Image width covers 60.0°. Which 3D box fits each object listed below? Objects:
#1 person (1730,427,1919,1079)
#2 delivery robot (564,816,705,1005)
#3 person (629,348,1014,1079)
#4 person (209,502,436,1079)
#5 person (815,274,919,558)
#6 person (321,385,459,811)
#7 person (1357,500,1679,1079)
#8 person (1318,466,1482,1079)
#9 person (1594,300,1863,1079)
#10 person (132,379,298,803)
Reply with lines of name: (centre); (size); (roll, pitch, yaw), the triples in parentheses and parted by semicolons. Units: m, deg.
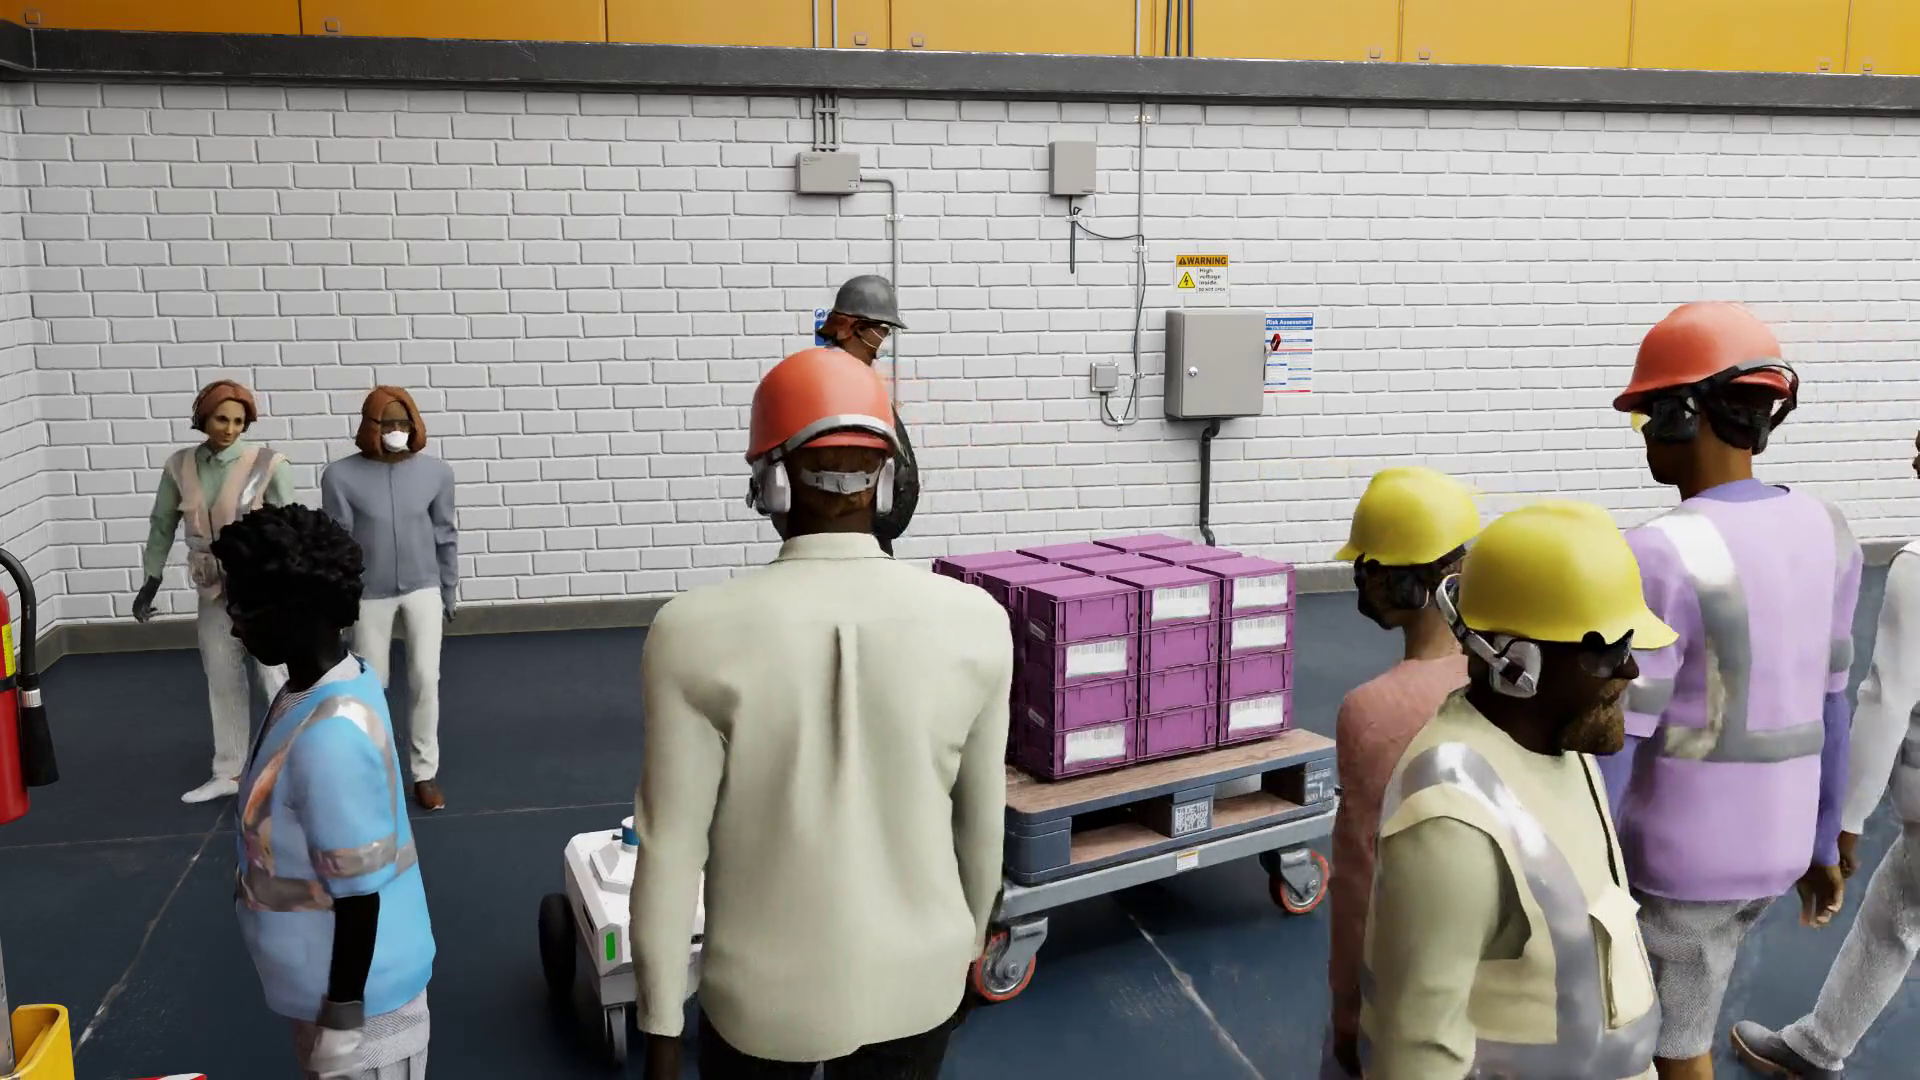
person: (2.228, 0.561, 3.726); (0.594, 1.829, 1.016); (-6, 12, -28)
delivery robot: (-0.868, 0.998, 4.556); (0.477, 0.478, 0.707); (-4, 11, -21)
person: (-0.220, 0.684, 2.672); (0.618, 1.965, 0.461); (-3, 11, -15)
person: (-1.095, 0.769, 2.936); (0.322, 1.692, 0.530); (-4, 11, -22)
person: (-0.561, -0.128, 6.938); (0.812, 2.000, 0.692); (1, 10, 5)
person: (-2.182, 0.193, 6.361); (0.504, 1.603, 0.656); (-6, 12, -31)
person: (0.813, 0.819, 2.412); (0.934, 1.785, 0.587); (5, 11, 26)
person: (0.849, 0.746, 2.905); (0.537, 1.750, 0.539); (-8, 13, -37)
person: (1.345, 0.579, 3.081); (0.744, 2.014, 0.507); (-7, 12, -33)
person: (-2.748, 0.204, 6.269); (0.665, 1.627, 0.388); (2, 10, 12)
